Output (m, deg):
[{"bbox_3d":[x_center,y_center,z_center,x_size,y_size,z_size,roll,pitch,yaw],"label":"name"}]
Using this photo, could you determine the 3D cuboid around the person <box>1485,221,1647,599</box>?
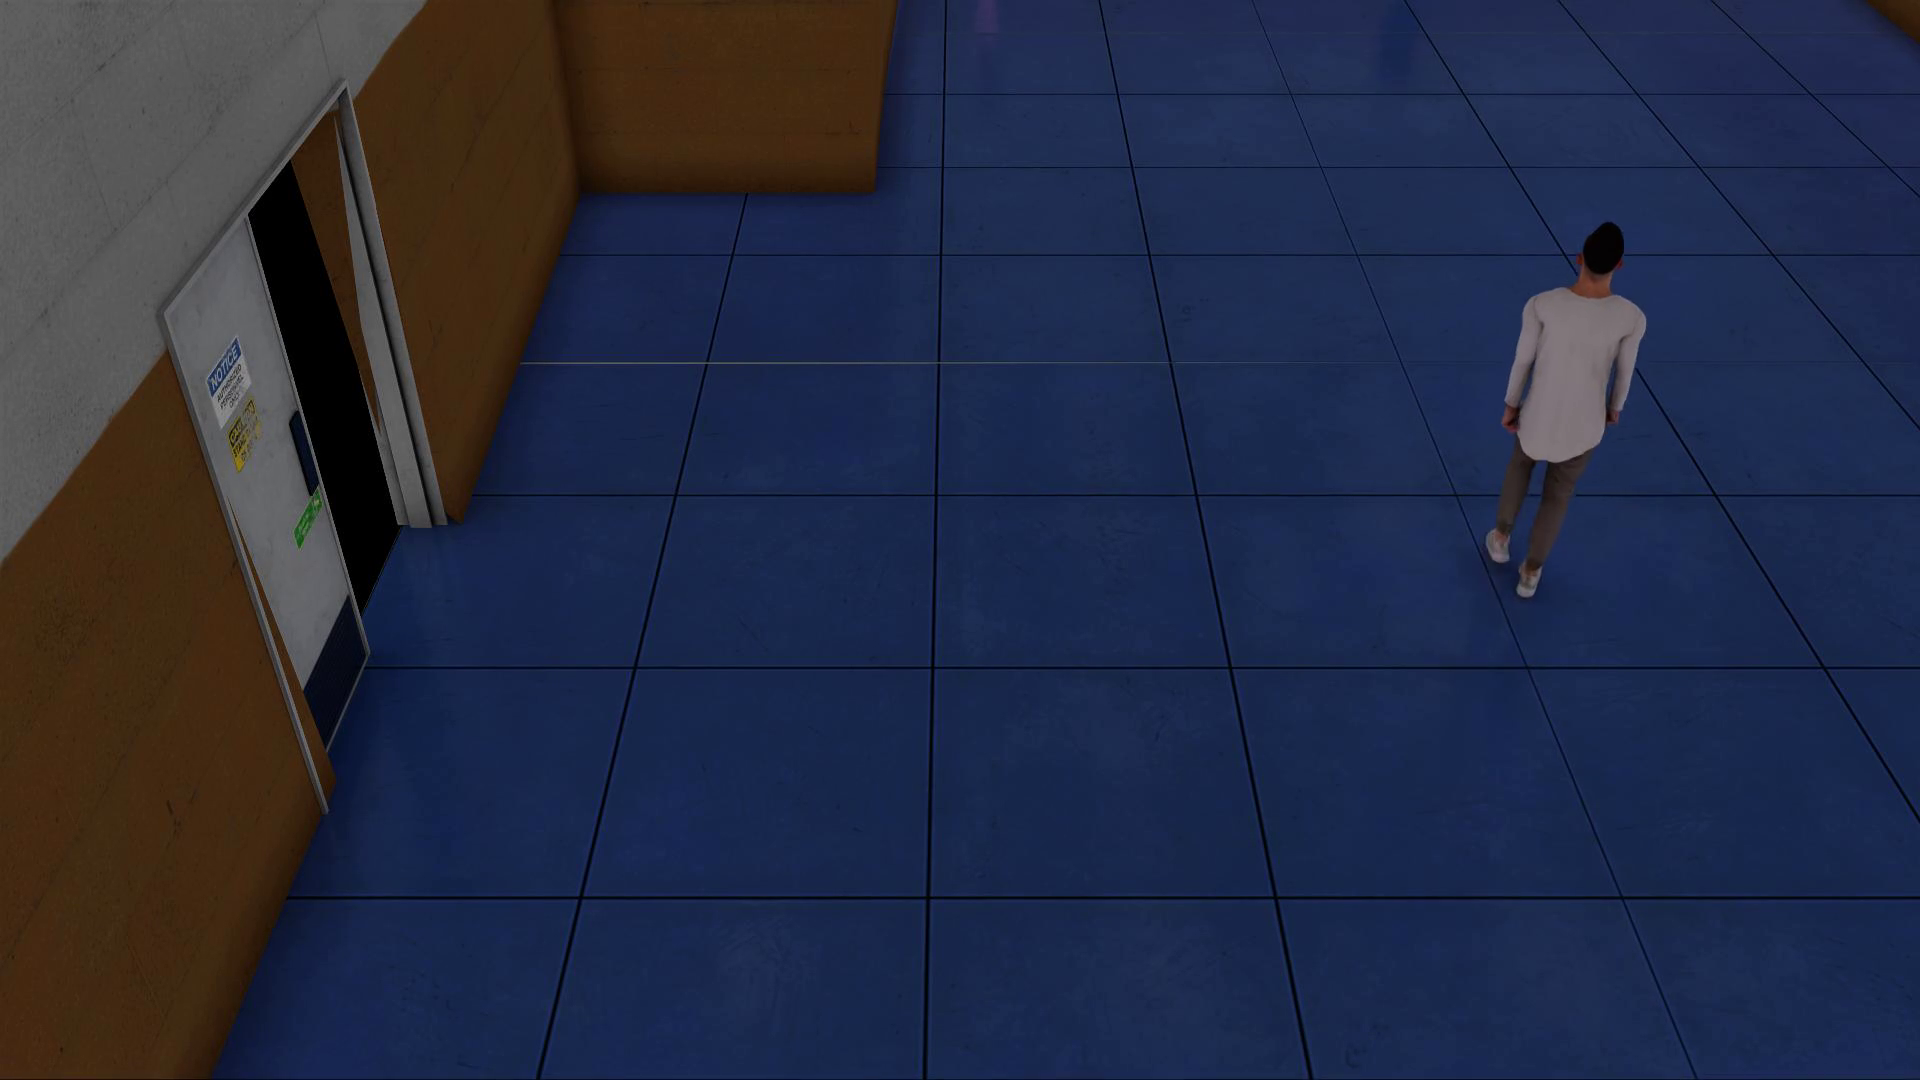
[{"bbox_3d":[2.669,-0.520,7.384,0.750,1.823,0.843,15,39,19],"label":"person"}]
